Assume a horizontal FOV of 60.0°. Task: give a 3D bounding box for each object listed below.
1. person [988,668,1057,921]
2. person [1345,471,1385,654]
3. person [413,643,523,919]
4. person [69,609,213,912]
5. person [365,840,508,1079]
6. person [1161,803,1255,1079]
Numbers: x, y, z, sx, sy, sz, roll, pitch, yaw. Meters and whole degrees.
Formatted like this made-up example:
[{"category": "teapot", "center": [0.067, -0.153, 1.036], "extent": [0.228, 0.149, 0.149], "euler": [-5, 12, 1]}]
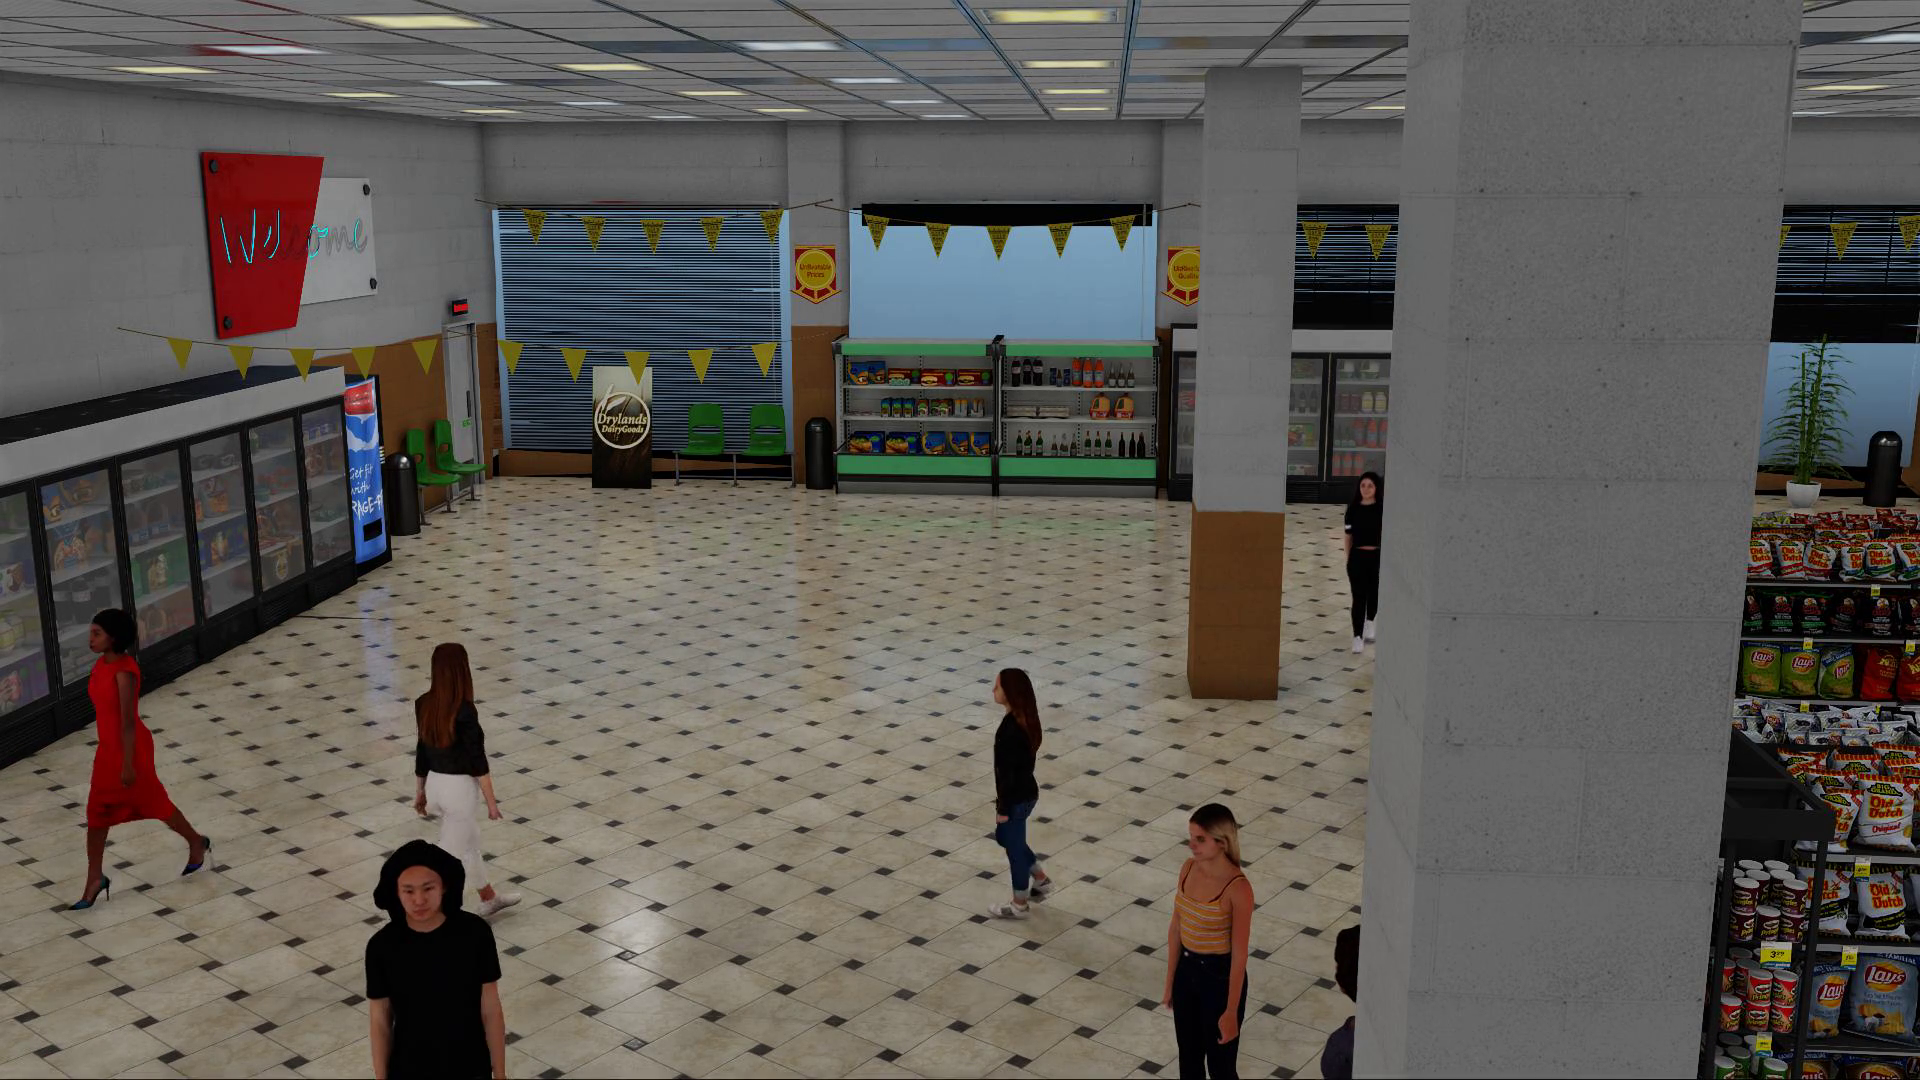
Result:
[{"category": "person", "center": [0.396, 1.440, 9.367], "extent": [0.621, 1.473, 0.588], "euler": [2, 12, 11]}, {"category": "person", "center": [3.704, 0.192, 15.001], "extent": [1.087, 1.594, 0.801], "euler": [4, 12, 16]}, {"category": "person", "center": [-2.803, 1.421, 8.991], "extent": [1.153, 1.667, 1.052], "euler": [8, 14, 34]}, {"category": "person", "center": [-4.763, 1.257, 9.682], "extent": [1.088, 1.702, 1.019], "euler": [9, 15, 37]}, {"category": "person", "center": [-1.919, 1.935, 6.186], "extent": [1.006, 1.816, 0.946], "euler": [-4, 13, -19]}, {"category": "person", "center": [1.044, 1.868, 6.957], "extent": [0.699, 1.629, 0.654], "euler": [-8, 14, -34]}]
